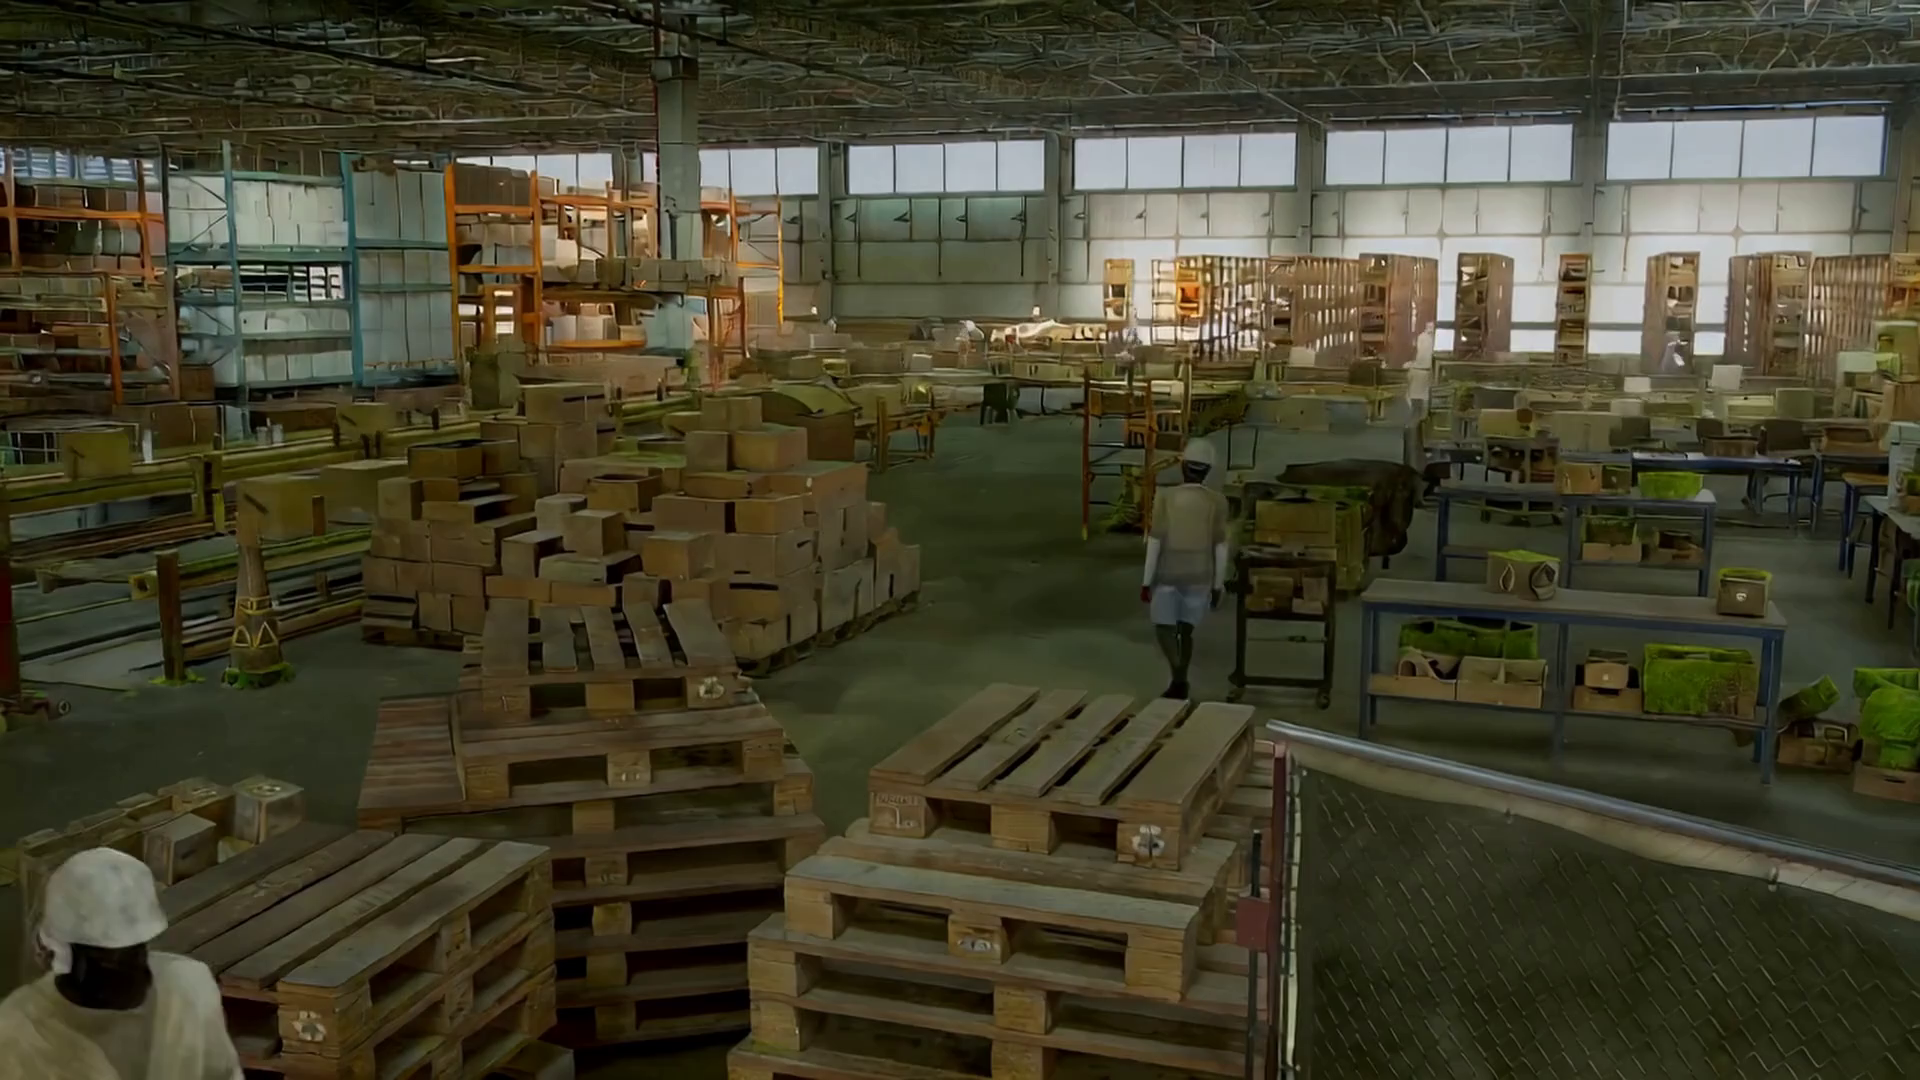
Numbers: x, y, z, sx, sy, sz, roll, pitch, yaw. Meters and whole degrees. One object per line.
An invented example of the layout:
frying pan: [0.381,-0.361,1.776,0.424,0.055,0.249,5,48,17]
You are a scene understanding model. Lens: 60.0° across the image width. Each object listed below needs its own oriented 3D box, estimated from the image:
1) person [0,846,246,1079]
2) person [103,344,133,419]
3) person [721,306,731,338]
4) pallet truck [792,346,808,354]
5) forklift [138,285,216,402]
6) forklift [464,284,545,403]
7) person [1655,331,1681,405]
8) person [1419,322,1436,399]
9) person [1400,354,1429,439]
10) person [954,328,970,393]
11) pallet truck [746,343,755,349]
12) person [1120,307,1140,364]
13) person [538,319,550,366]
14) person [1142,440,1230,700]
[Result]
person: [-1.770,1.559,3.654,0.807,1.800,0.627,5,10,30]
person: [-14.261,-2.408,28.371,0.648,1.878,0.846,4,10,21]
person: [-8.320,-7.299,58.851,0.399,1.940,0.615,5,10,27]
pallet truck: [-3.705,-4.298,42.022,0.653,1.274,1.630,3,10,20]
forklift: [-17.480,-4.200,36.461,1.873,2.768,1.129,3,10,19]
forklift: [-10.832,-4.702,39.610,1.129,2.768,1.873,3,10,20]
person: [16.626,-3.993,38.756,0.771,1.738,0.527,5,10,30]
person: [11.434,-4.393,40.771,0.468,1.887,0.664,4,10,21]
person: [8.159,-2.531,29.935,0.569,1.612,0.526,-4,10,-25]
person: [0.088,-3.979,38.429,0.467,1.816,0.597,1,9,8]
pallet truck: [-6.183,-4.618,44.264,1.601,1.201,0.680,-9,12,-43]
person: [5.538,-6.527,53.837,1.032,1.989,0.634,1,9,4]
person: [-12.279,-5.648,49.040,0.315,1.767,0.535,-5,10,-27]
person: [1.561,0.269,11.481,0.609,1.894,0.546,-1,9,-9]
